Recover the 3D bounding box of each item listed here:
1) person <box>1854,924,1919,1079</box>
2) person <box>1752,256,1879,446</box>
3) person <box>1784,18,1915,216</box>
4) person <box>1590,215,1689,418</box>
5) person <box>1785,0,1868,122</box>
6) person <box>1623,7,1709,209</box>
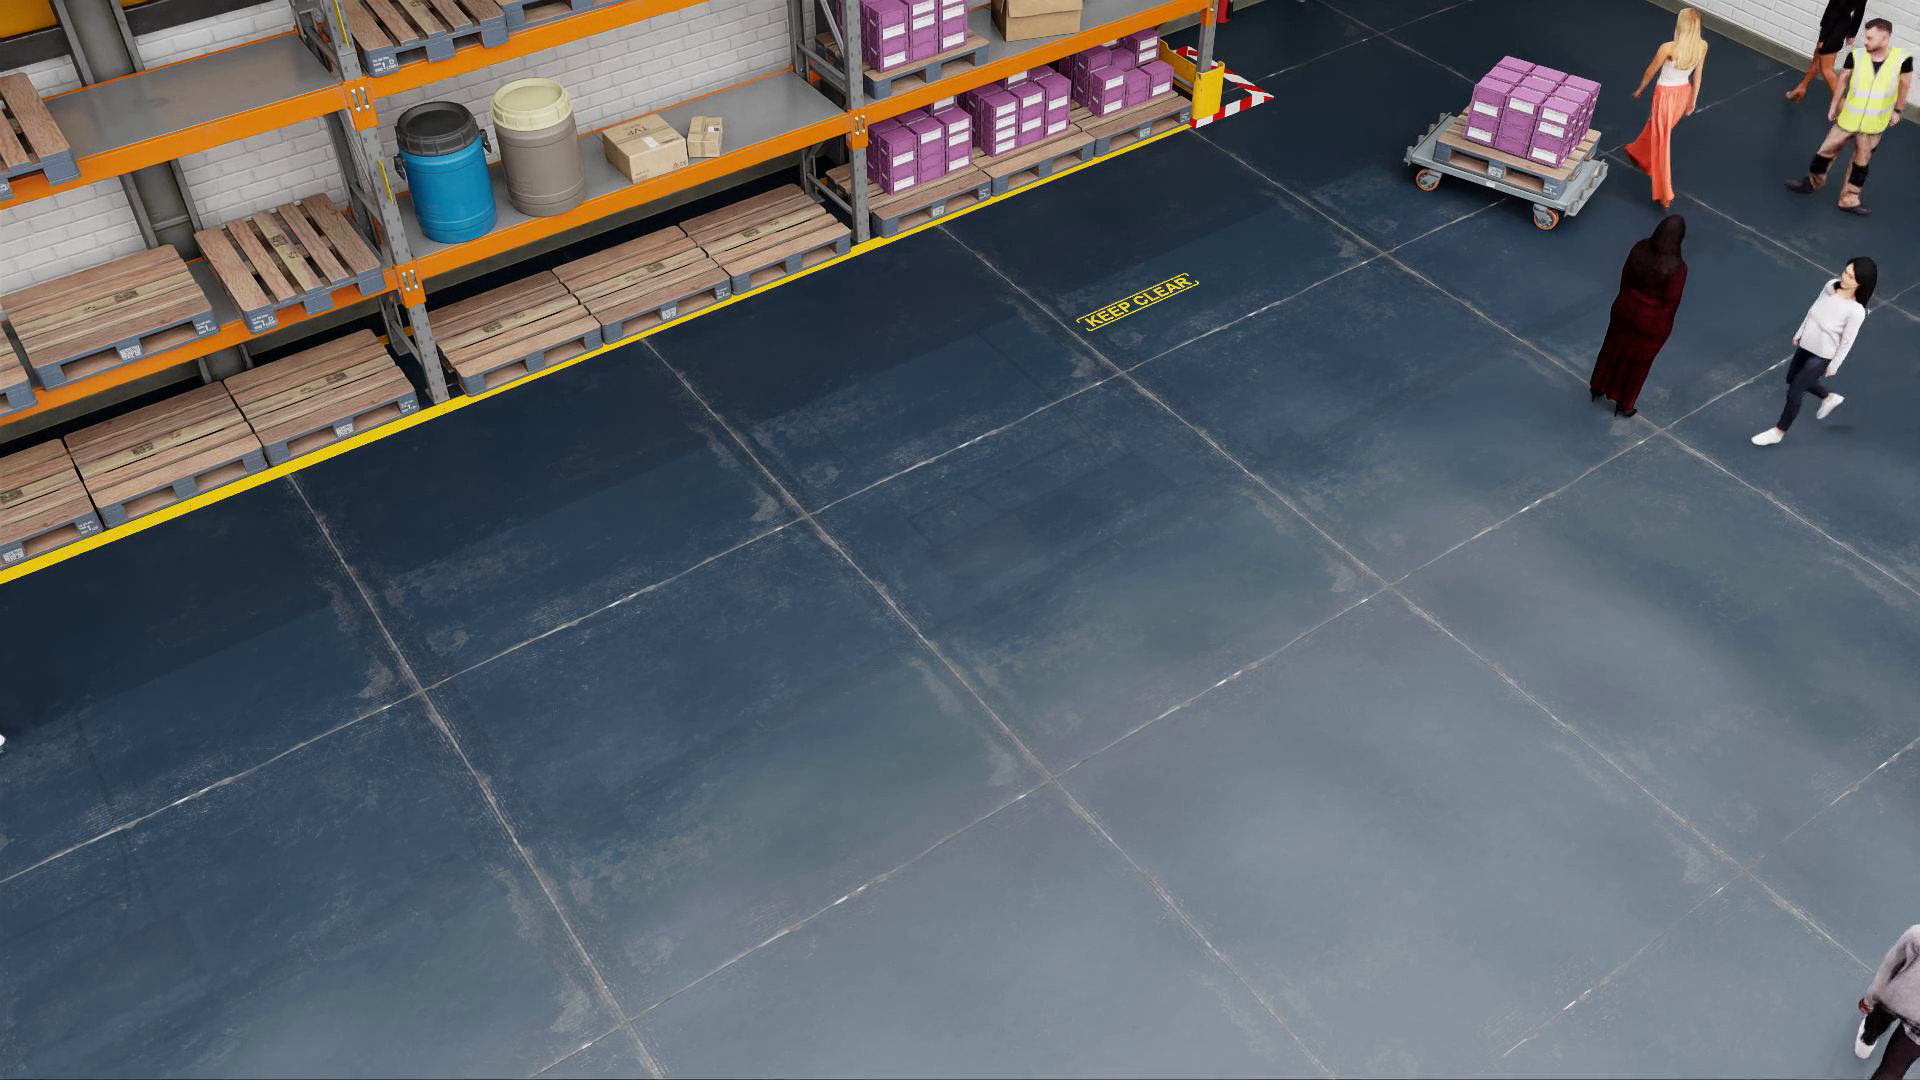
[{"bbox_3d":[4.766,2.418,8.348,0.903,1.730,1.251,27,50,25],"label":"person"},{"bbox_3d":[6.486,-1.411,12.402,1.038,1.682,0.884,-4,44,-4],"label":"person"},{"bbox_3d":[8.080,-3.743,14.761,1.035,1.806,0.935,10,44,10],"label":"person"},{"bbox_3d":[5.186,-1.708,12.660,0.583,1.758,0.654,-24,49,-23],"label":"person"},{"bbox_3d":[8.477,-4.796,16.008,0.982,1.610,0.690,-22,48,-21],"label":"person"},{"bbox_3d":[6.367,-3.831,14.900,1.264,1.741,1.007,-7,44,-7],"label":"person"}]
